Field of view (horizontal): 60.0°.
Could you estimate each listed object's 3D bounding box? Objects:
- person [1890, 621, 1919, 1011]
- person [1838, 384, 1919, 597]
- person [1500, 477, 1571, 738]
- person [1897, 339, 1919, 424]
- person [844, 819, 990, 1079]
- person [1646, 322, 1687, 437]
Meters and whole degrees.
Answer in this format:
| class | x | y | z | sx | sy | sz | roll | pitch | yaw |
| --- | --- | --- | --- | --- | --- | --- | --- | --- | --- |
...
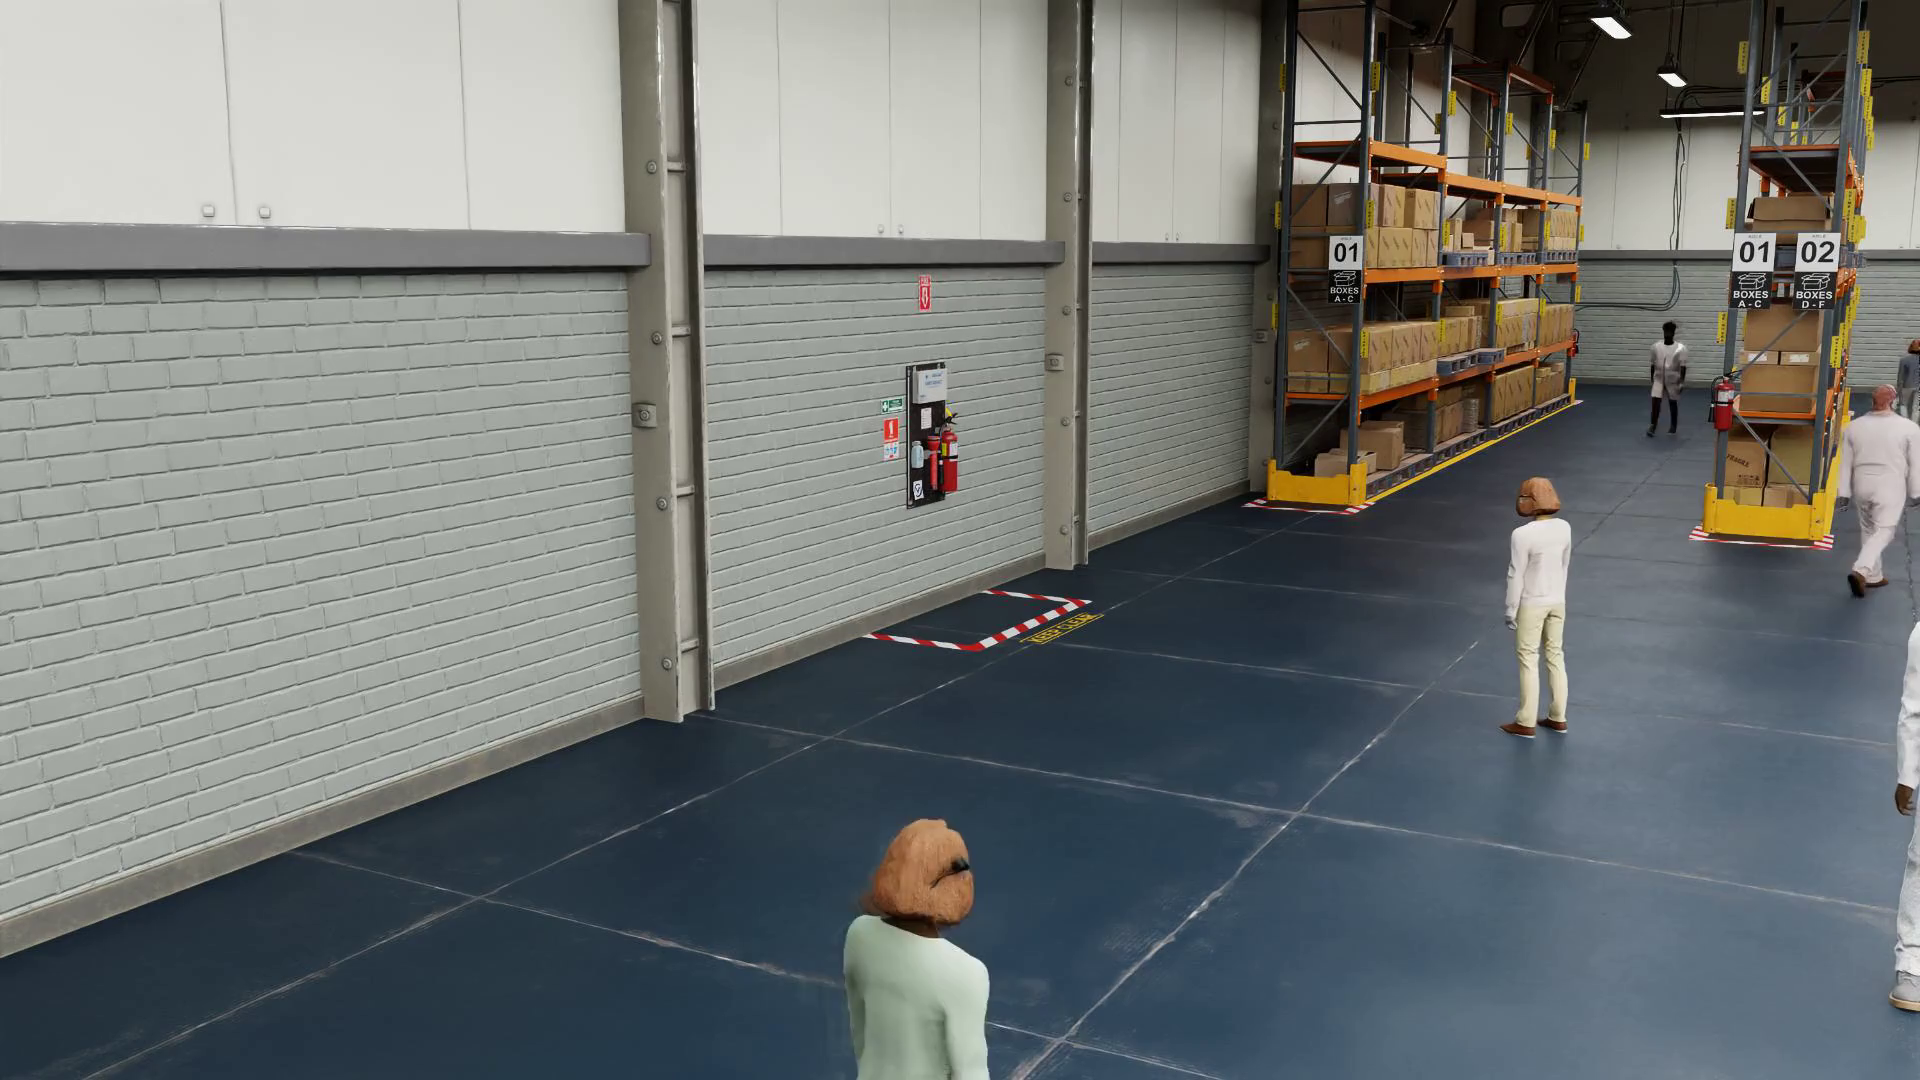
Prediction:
| class | x | y | z | sx | sy | sz | roll | pitch | yaw |
| --- | --- | --- | --- | --- | --- | --- | --- | --- | --- |
| person | 3.994 | 0.948 | 6.543 | 0.573 | 1.886 | 0.357 | 4 | 10 | 20 |
| person | 8.133 | -0.447 | 14.760 | 0.916 | 1.876 | 0.635 | -7 | 12 | -35 |
| person | 3.612 | 0.421 | 10.410 | 0.498 | 1.627 | 0.305 | -5 | 11 | -27 |
| person | 15.805 | -2.516 | 27.583 | 0.521 | 1.616 | 0.474 | 3 | 10 | 18 |
| person | -0.029 | 1.473 | 4.263 | 0.523 | 1.600 | 0.752 | 9 | 13 | 42 |
| person | 11.778 | -2.670 | 27.689 | 0.610 | 1.906 | 1.041 | 7 | 12 | 36 |
